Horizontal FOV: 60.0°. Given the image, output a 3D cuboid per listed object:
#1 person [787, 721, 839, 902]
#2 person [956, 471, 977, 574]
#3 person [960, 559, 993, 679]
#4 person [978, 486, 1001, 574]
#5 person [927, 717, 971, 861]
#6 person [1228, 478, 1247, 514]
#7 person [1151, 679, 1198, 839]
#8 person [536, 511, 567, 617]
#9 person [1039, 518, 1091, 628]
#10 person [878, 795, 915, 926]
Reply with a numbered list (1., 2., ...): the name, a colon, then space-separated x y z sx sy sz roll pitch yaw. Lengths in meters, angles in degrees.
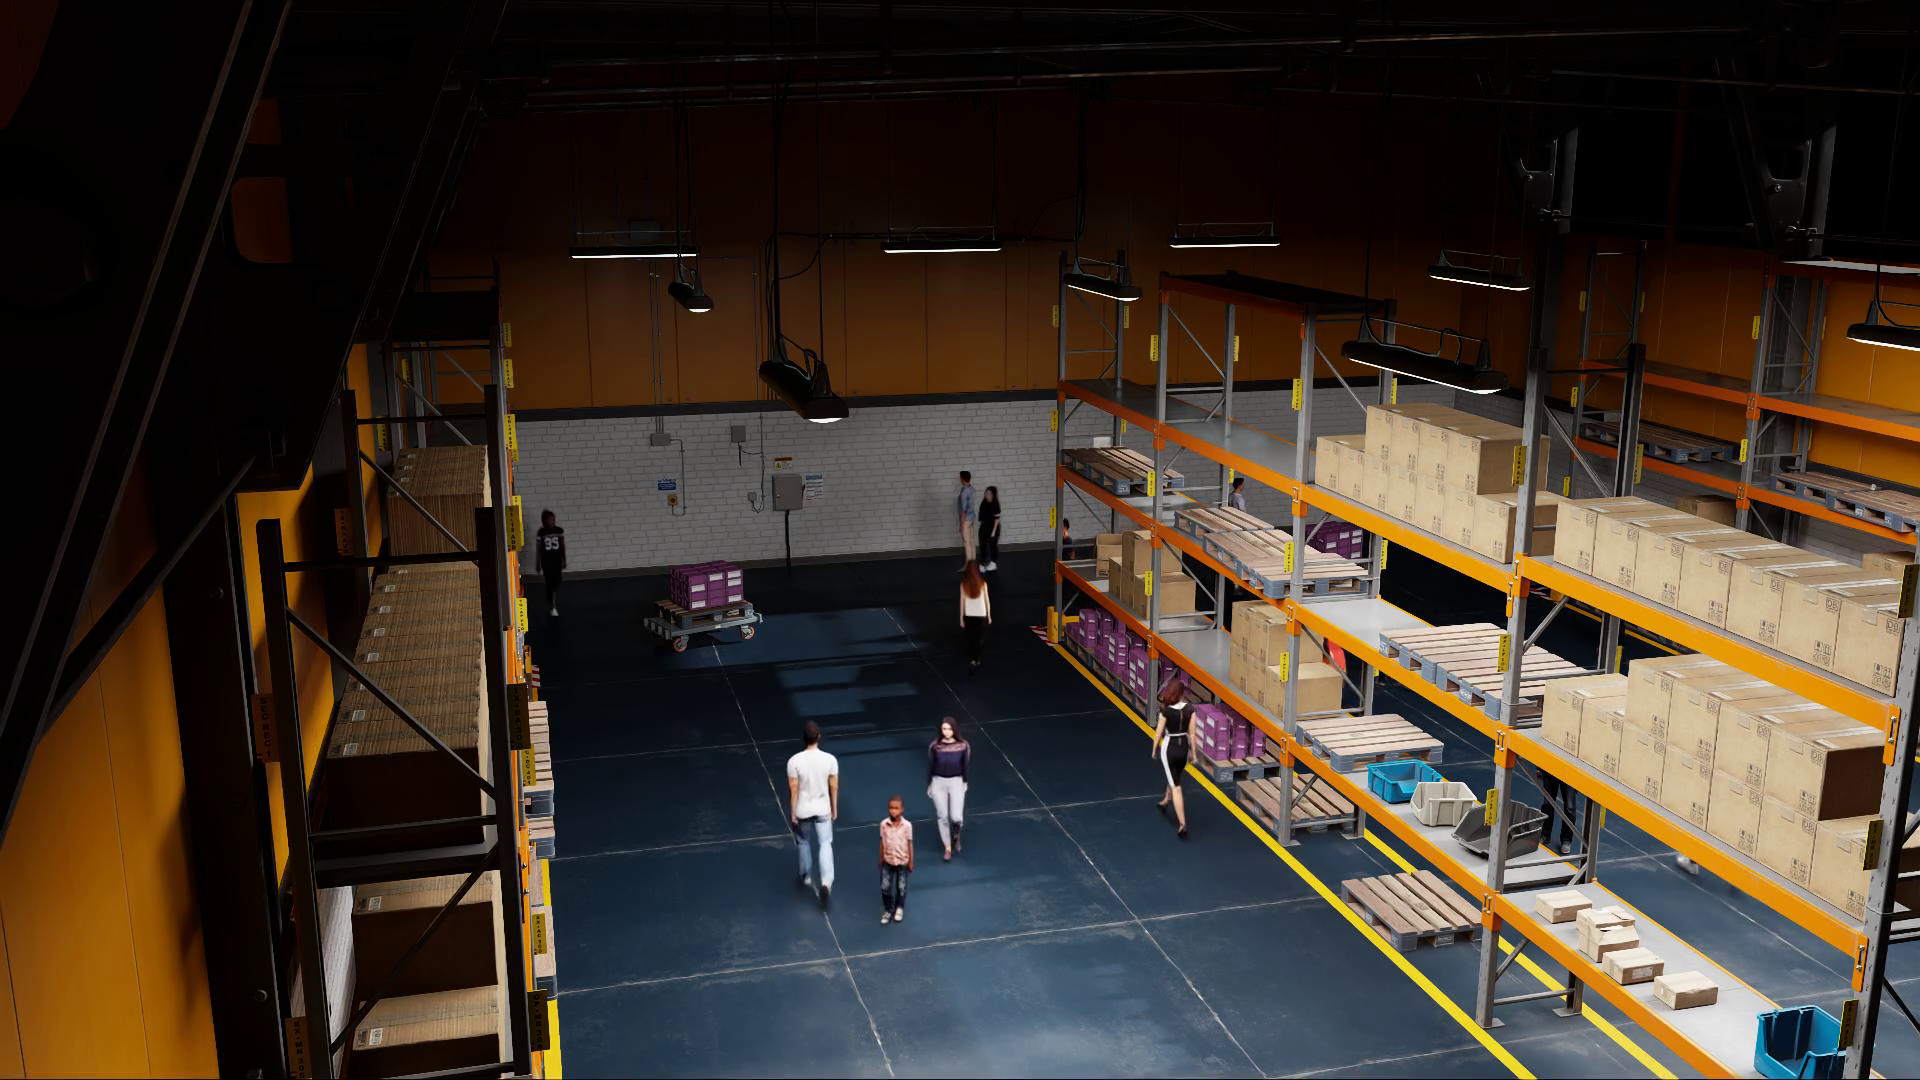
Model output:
1. person: -1.493 2.786 17.001 0.735 1.840 1.113 -2 14 -10
2. person: 0.134 -0.343 29.908 0.797 1.847 0.705 5 15 21
3. person: 0.209 1.152 24.047 0.939 1.700 1.122 4 14 16
4. person: 0.551 -0.200 29.847 0.948 1.599 0.915 -12 18 -41
5. person: -0.127 2.669 18.000 0.697 1.599 0.717 1 14 4
6. person: 4.853 -0.191 29.272 0.741 1.852 0.536 -6 15 -24
7. person: 2.430 2.465 18.503 0.630 1.757 1.096 -4 14 -16
8. person: -6.737 0.358 27.314 0.817 1.706 1.113 -6 15 -25
9. person: 1.749 0.525 26.530 0.790 1.750 1.157 -5 14 -19
10. person: -0.624 3.155 16.624 0.620 1.300 0.672 2 14 8
